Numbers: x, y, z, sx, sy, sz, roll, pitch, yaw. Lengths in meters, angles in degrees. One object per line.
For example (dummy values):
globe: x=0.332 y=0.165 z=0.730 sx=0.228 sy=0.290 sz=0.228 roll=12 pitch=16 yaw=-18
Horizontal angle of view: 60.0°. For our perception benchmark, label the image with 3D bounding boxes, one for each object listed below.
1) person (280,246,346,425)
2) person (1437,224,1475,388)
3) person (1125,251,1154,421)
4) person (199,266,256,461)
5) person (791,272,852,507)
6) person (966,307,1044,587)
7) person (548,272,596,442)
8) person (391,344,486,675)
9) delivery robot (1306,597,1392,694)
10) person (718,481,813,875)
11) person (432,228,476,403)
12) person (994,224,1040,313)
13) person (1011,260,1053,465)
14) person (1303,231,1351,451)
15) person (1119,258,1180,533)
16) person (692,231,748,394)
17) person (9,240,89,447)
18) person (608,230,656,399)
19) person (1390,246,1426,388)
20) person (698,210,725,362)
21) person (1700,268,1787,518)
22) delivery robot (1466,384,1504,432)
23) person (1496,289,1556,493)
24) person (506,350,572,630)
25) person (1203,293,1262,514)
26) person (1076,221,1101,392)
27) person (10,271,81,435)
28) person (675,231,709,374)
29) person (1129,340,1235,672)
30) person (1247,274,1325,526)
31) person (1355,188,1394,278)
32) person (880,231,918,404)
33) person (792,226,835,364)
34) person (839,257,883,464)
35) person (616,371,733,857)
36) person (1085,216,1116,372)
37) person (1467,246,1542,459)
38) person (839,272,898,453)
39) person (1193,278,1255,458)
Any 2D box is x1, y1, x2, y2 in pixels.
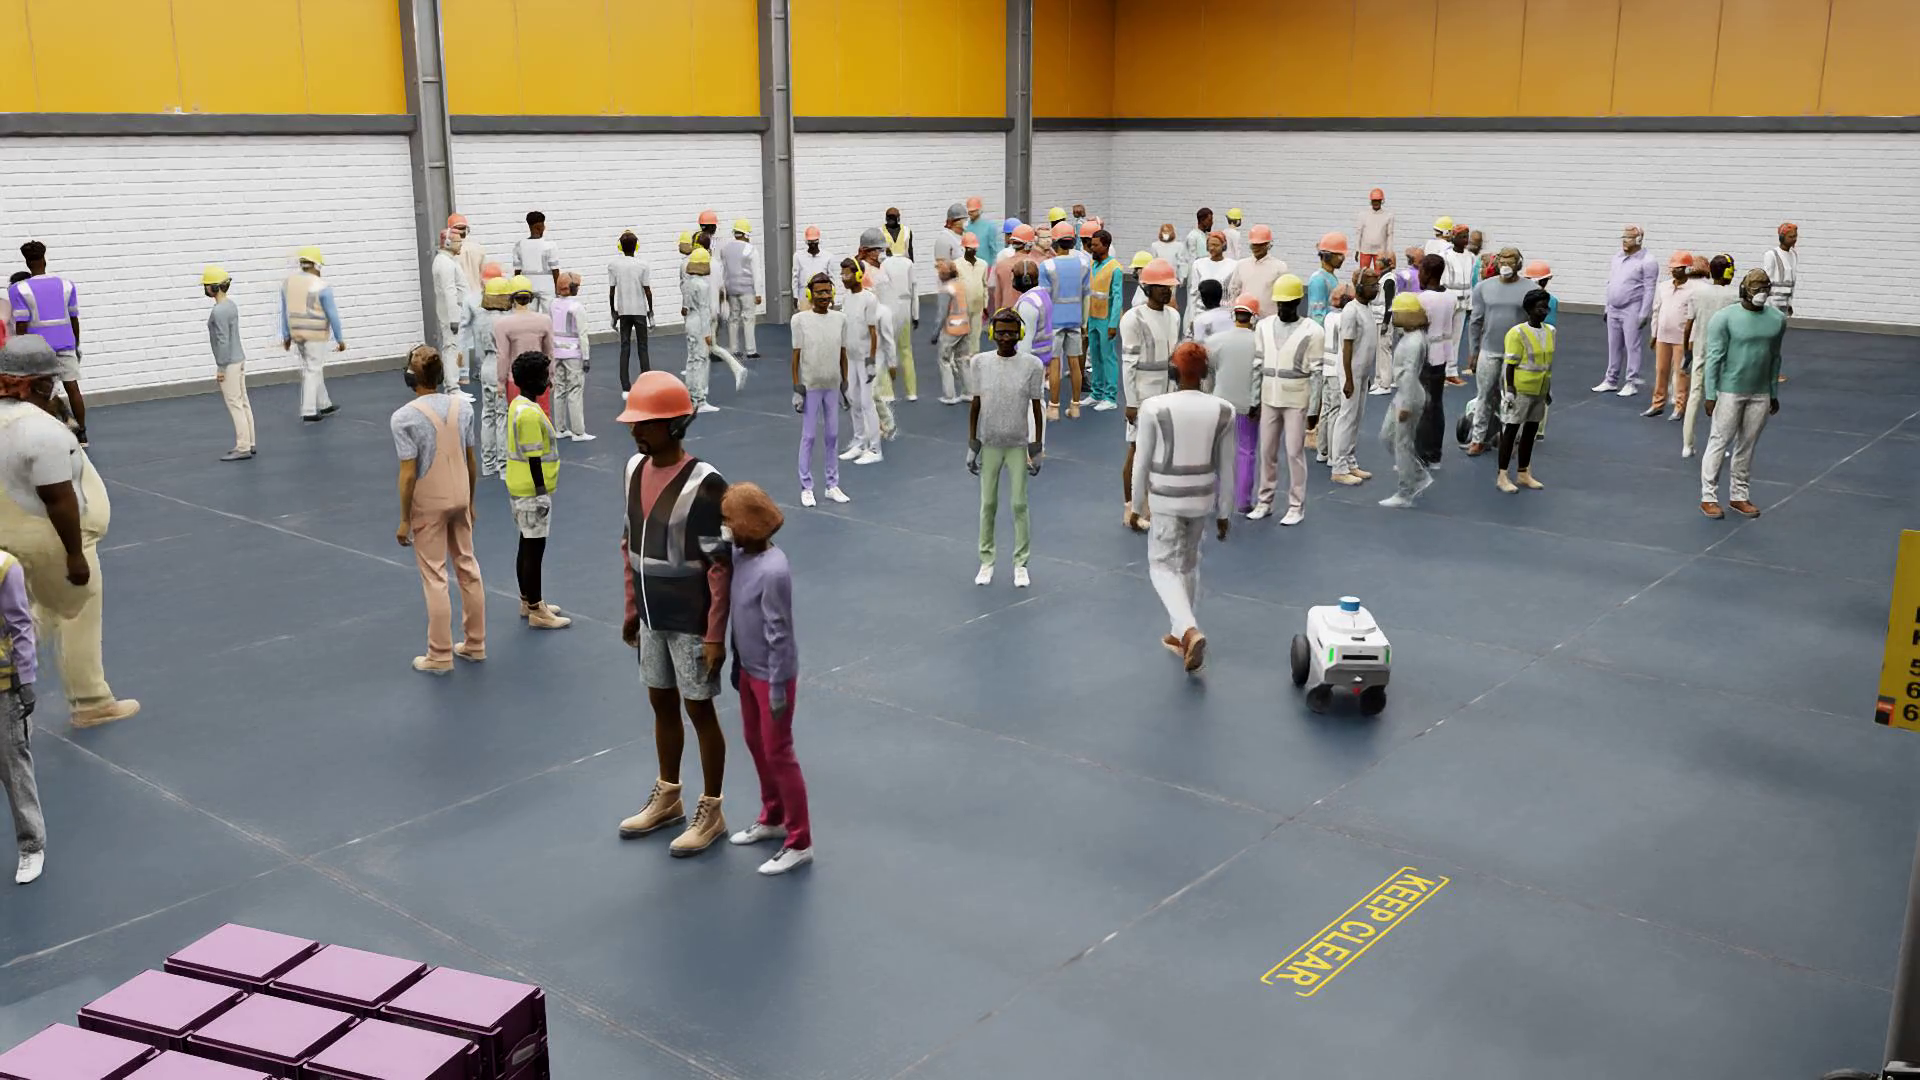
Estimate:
person: x=-6.583 y=-2.110 z=17.084 sx=0.605 sy=1.797 sz=0.745 roll=6 pitch=15 yaw=22
person: x=5.750 y=-2.723 z=19.376 sx=0.573 sy=1.883 sz=0.357 roll=-7 pitch=16 yaw=-26
person: x=1.855 y=-2.029 z=16.837 sx=0.329 sy=1.767 sz=0.529 roll=-2 pitch=14 yaw=-9
person: x=-6.688 y=-1.607 z=15.152 sx=0.327 sy=1.767 sz=0.533 roll=-2 pitch=14 yaw=-10
person: x=-1.109 y=-1.209 z=13.352 sx=0.508 sy=1.872 sz=0.329 roll=-8 pitch=16 yaw=-28
person: x=0.295 y=-0.609 z=10.985 sx=0.508 sy=1.860 sz=0.334 roll=2 pitch=14 yaw=9
person: x=-3.758 y=-1.756 z=16.021 sx=0.522 sy=1.633 sz=0.315 roll=11 pitch=18 yaw=37
person: x=-2.898 y=-0.164 z=9.227 sx=0.350 sy=1.847 sz=0.506 roll=11 pitch=18 yaw=36
delivery robot: x=2.057 y=0.544 z=8.823 sx=0.477 sy=0.478 sz=0.707 roll=1 pitch=14 yaw=3
person: x=-0.807 y=0.555 z=6.818 sx=0.311 sy=1.621 sz=0.516 roll=-7 pitch=16 yaw=-27
person: x=-5.566 y=-2.470 z=18.323 sx=0.401 sy=1.904 sz=0.650 roll=-5 pitch=15 yaw=-19
person: x=0.647 y=-2.308 z=17.488 sx=0.612 sy=1.995 sz=0.382 roll=9 pitch=17 yaw=32
person: x=0.611 y=-1.592 z=14.966 sx=0.429 sy=1.837 sz=0.624 roll=4 pitch=15 yaw=14
person: x=3.432 y=-1.857 z=15.593 sx=0.372 sy=2.044 sz=0.608 roll=5 pitch=15 yaw=21
person: x=1.463 y=-1.088 z=12.514 sx=0.605 sy=2.045 sz=0.377 roll=-13 pitch=19 yaw=-43
person: x=-2.800 y=-2.536 z=18.717 sx=0.724 sy=1.851 sz=0.516 roll=7 pitch=16 yaw=25
person: x=-8.522 y=-1.809 z=15.559 sx=0.374 sy=1.963 sz=0.607 roll=10 pitch=17 yaw=36
person: x=-3.636 y=-2.491 z=18.470 sx=0.516 sy=1.875 sz=0.329 roll=2 pitch=14 yaw=7
person: x=5.231 y=-2.571 z=19.250 sx=0.522 sy=1.645 sz=0.306 roll=-6 pitch=15 yaw=-24
person: x=-3.226 y=-3.272 z=21.459 sx=0.542 sy=1.938 sz=0.358 roll=12 pitch=19 yaw=40
person: x=6.067 y=-1.131 z=12.901 sx=0.638 sy=1.938 sz=0.357 roll=-2 pitch=14 yaw=-10
delivery robot: x=5.157 y=-1.278 z=16.103 sx=0.477 sy=0.478 sz=0.707 roll=9 pitch=16 yaw=31
person: x=4.722 y=-1.238 z=13.816 sx=0.540 sy=1.695 sz=0.317 roll=-8 pitch=16 yaw=-28
person: x=-2.584 y=-0.304 z=10.095 sx=0.319 sy=1.692 sz=0.533 roll=-6 pitch=15 yaw=-22
person: x=2.192 y=-1.065 z=13.051 sx=0.576 sy=1.736 sz=0.355 roll=4 pitch=15 yaw=17
person: x=1.468 y=-2.665 z=19.034 sx=0.359 sy=1.938 sz=0.547 roll=0 pitch=14 yaw=2
person: x=-8.685 y=-1.678 z=15.643 sx=0.669 sy=1.675 sz=0.604 roll=5 pitch=15 yaw=20
person: x=-3.294 y=-2.899 z=20.359 sx=0.322 sy=1.743 sz=0.492 roll=4 pitch=15 yaw=15
person: x=1.255 y=-0.186 z=9.296 sx=0.577 sy=1.867 sz=0.760 roll=-4 pitch=15 yaw=-15
person: x=2.475 y=-1.065 z=12.686 sx=0.591 sy=1.918 sz=0.396 roll=12 pitch=18 yaw=40
person: x=6.737 y=-4.714 z=27.101 sx=0.611 sy=1.996 sz=0.378 roll=4 pitch=14 yaw=14
person: x=-0.730 y=-2.436 z=18.218 sx=0.649 sy=1.884 sz=0.382 roll=-9 pitch=17 yaw=-33
person: x=-1.871 y=-3.132 z=21.271 sx=0.560 sy=1.752 sz=0.326 roll=-1 pitch=14 yaw=-6
person: x=-0.909 y=-1.619 z=15.028 sx=0.322 sy=1.856 sz=0.528 roll=-10 pitch=17 yaw=-35
person: x=-1.203 y=0.311 z=6.925 sx=0.607 sy=2.045 sz=0.390 roll=12 pitch=18 yaw=40
person: x=1.649 y=-3.037 z=20.580 sx=0.406 sy=1.911 sz=0.639 roll=-6 pitch=15 yaw=-22
person: x=4.973 y=-1.713 z=15.226 sx=0.630 sy=1.938 sz=0.369 roll=6 pitch=15 yaw=24
person: x=-0.841 y=-1.705 z=15.715 sx=0.556 sy=1.701 sz=0.919 roll=10 pitch=17 yaw=36
person: x=2.405 y=-1.544 z=15.114 sx=0.590 sy=1.654 sz=0.801 roll=-5 pitch=15 yaw=-21
